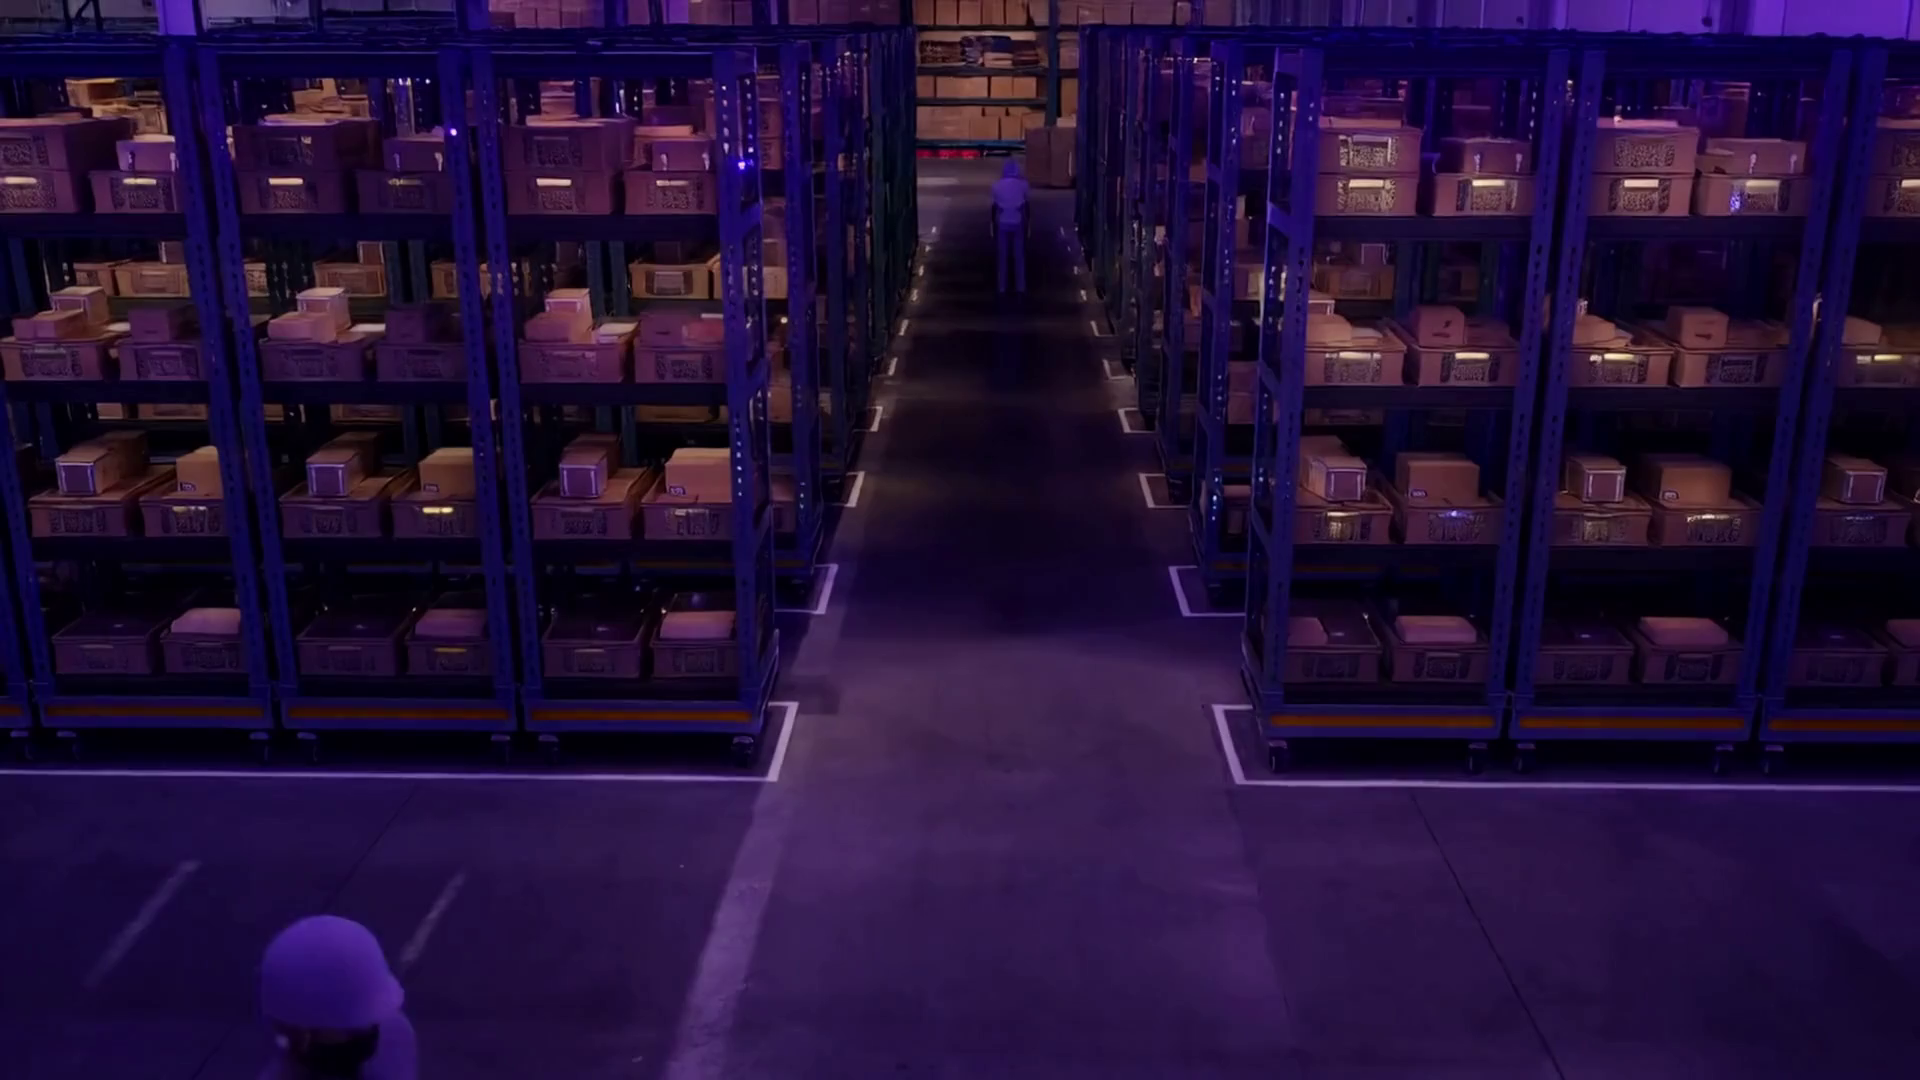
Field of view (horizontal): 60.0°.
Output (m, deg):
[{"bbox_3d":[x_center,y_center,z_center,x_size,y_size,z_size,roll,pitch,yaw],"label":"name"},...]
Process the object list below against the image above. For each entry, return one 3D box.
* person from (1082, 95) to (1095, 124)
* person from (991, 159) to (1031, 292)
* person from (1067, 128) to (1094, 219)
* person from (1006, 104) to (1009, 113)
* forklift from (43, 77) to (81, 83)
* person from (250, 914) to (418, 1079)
[{"bbox_3d":[3.304,-10.050,41.263,0.644,1.913,0.408,0,17,1],"label":"person"},{"bbox_3d":[0.716,-4.417,23.408,0.566,1.849,0.387,0,17,1],"label":"person"},{"bbox_3d":[2.299,-7.026,31.908,0.586,1.733,0.399,-11,21,-32],"label":"person"},{"bbox_3d":[1.446,-12.437,48.817,0.547,1.942,0.351,0,17,1],"label":"person"},{"bbox_3d":[-23.502,-11.342,43.785,1.129,2.768,1.873,-16,23,-41],"label":"forklift"},{"bbox_3d":[-1.244,1.722,3.643,0.823,1.960,0.641,7,19,21],"label":"person"}]
